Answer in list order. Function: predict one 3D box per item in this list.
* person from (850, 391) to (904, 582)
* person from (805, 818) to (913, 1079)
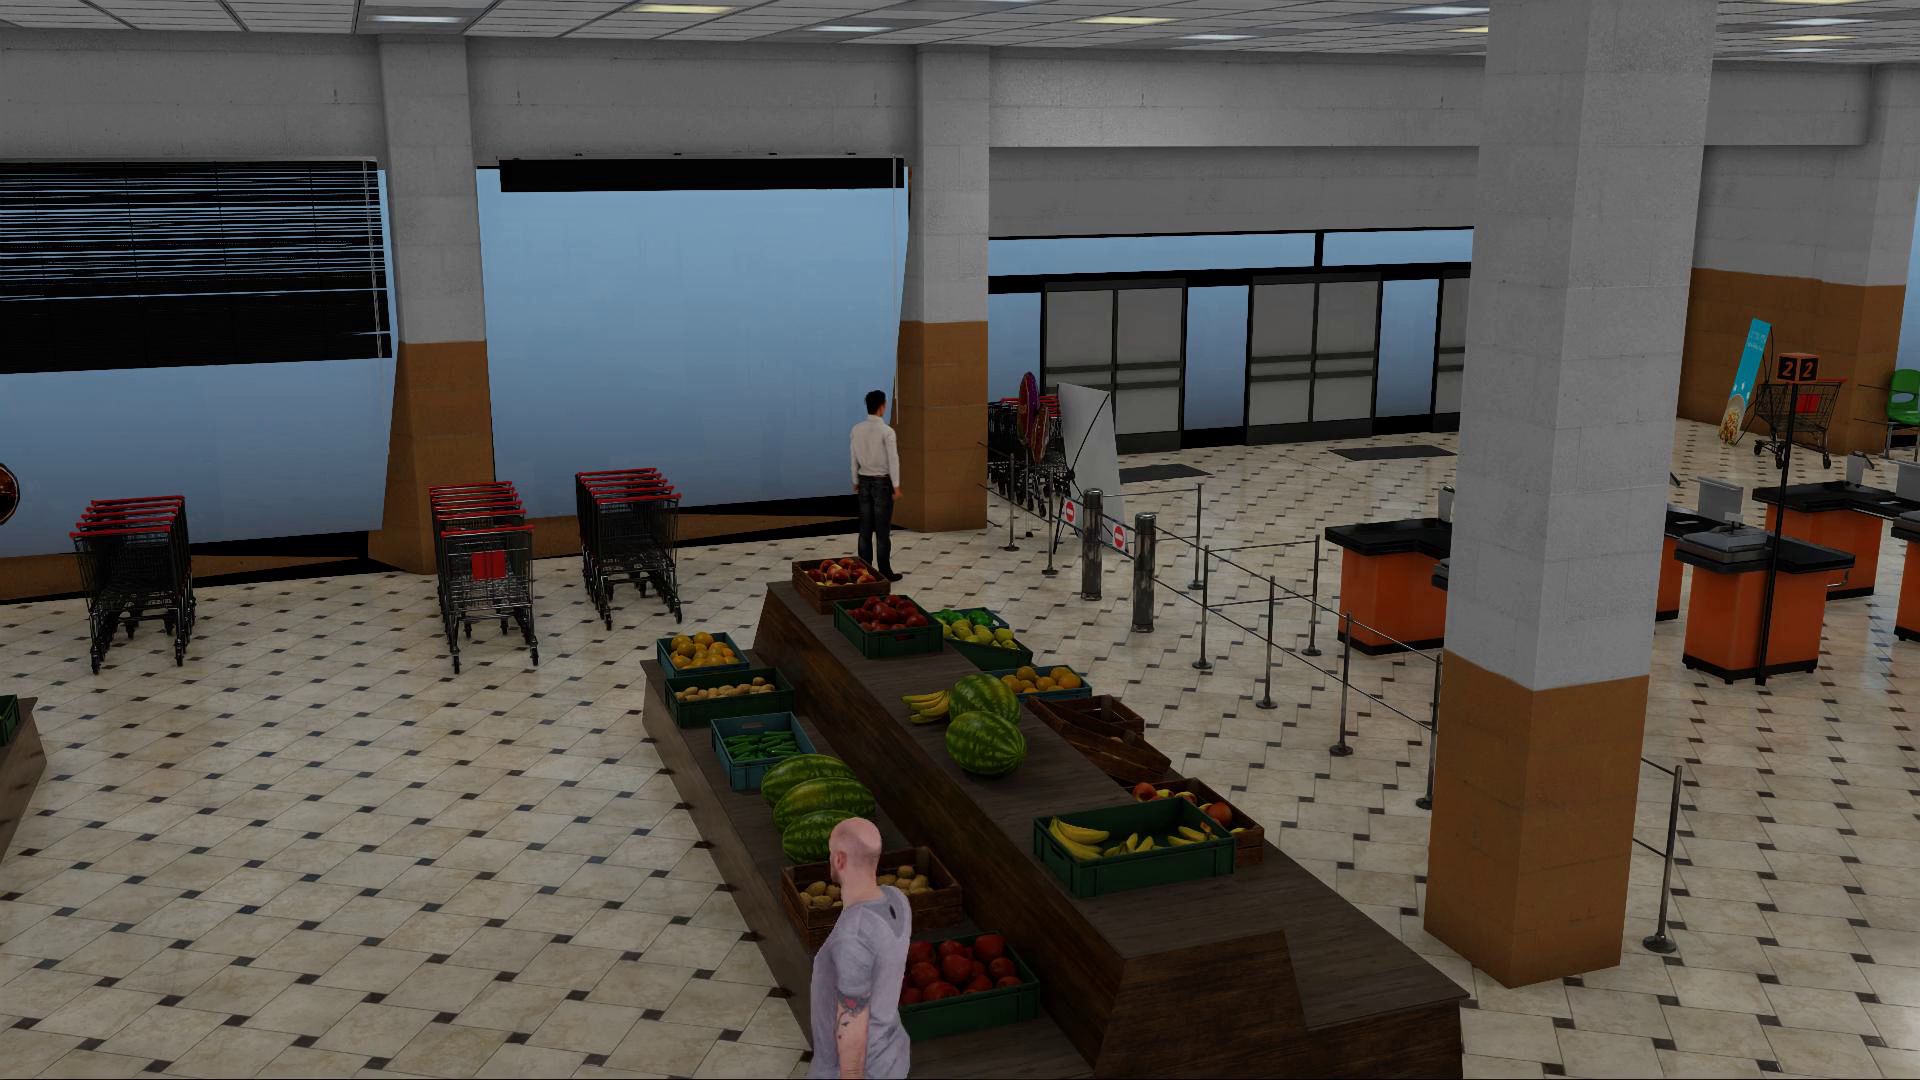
[{"bbox_3d":[-0.800,-0.497,15.613,0.712,1.805,0.800,8,16,31],"label":"person"},{"bbox_3d":[-0.263,1.876,5.821,0.938,1.810,0.854,3,14,12],"label":"person"}]
